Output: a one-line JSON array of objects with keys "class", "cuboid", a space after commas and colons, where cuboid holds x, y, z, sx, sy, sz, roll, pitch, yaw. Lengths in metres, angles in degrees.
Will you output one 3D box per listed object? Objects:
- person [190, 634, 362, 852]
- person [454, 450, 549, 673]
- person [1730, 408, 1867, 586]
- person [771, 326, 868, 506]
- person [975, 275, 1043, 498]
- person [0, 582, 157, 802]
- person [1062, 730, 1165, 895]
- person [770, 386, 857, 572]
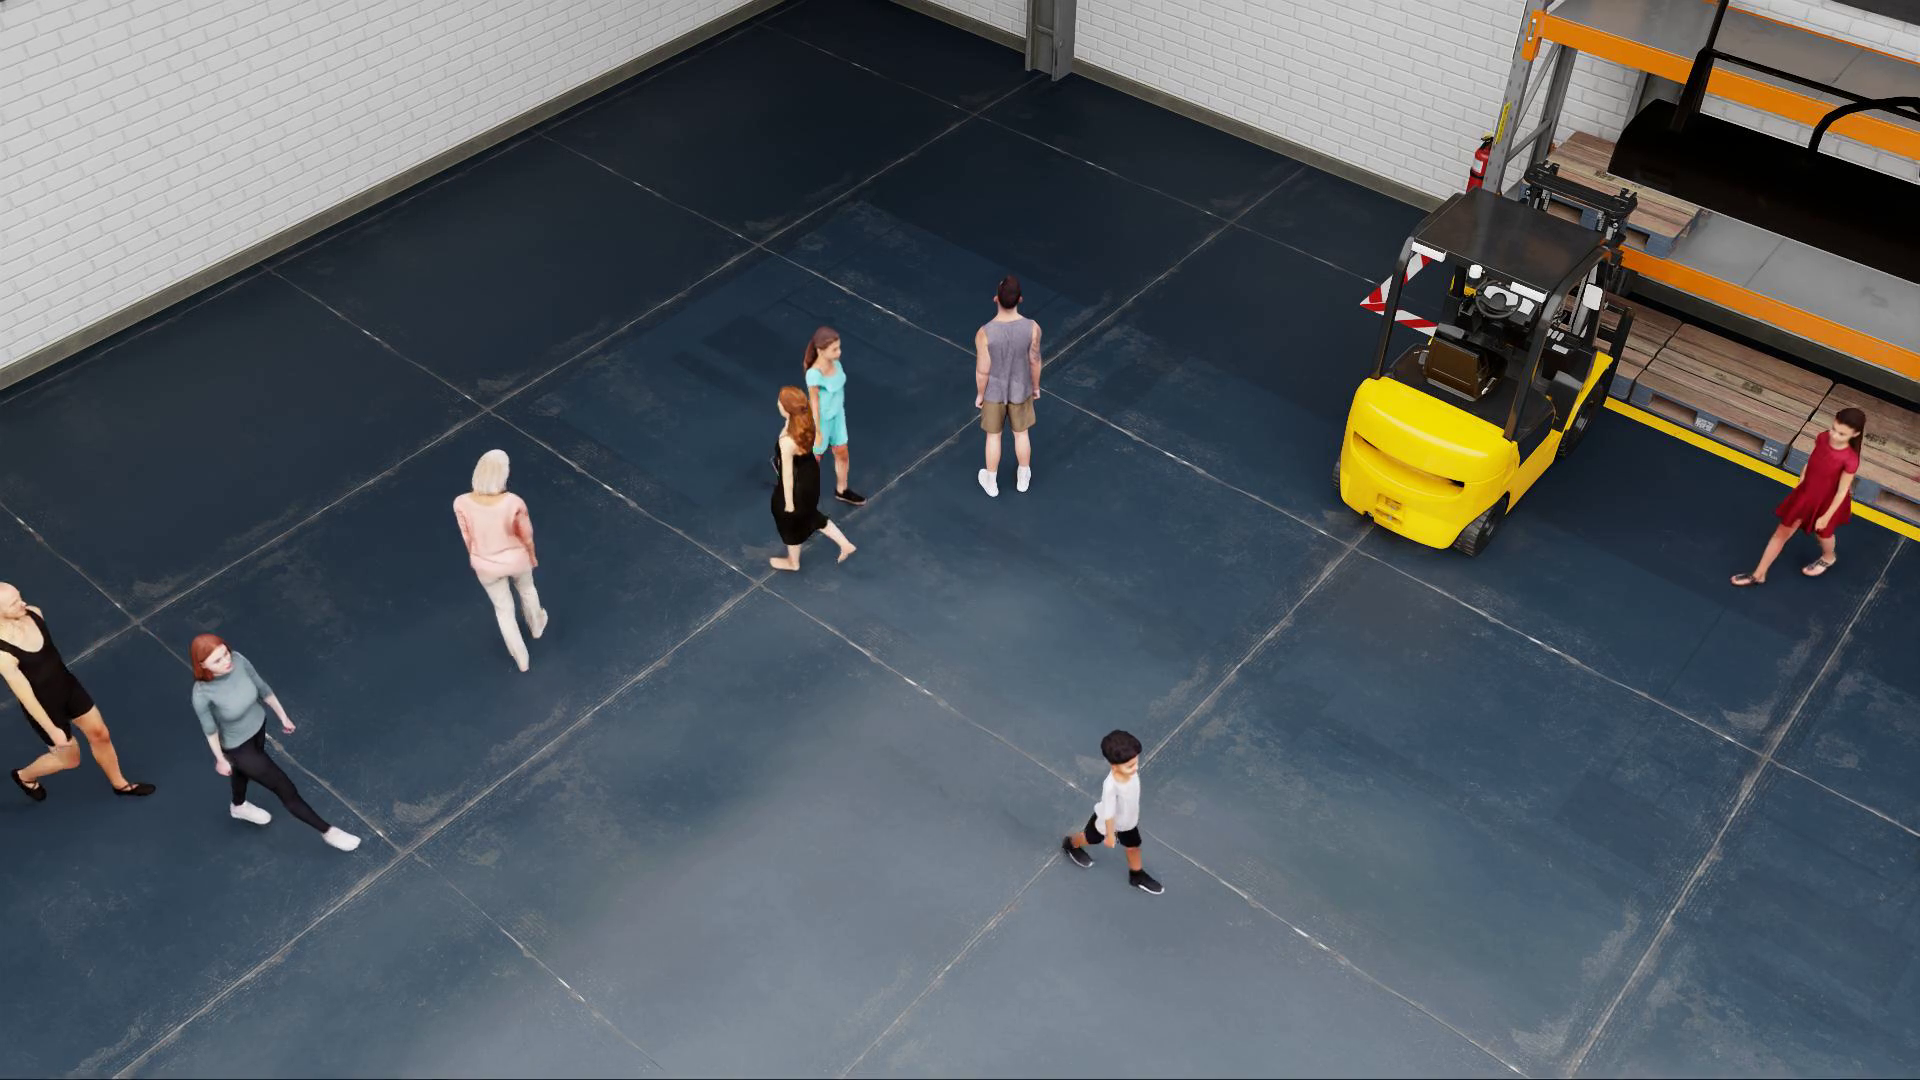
[{"class": "person", "cuboid": [-4.150, 1.141, 9.558, 1.214, 1.688, 0.895, 13, 45, 13]}, {"class": "person", "cuboid": [-2.922, 0.117, 10.629, 0.811, 1.692, 0.893, -20, 47, -20]}, {"class": "person", "cuboid": [5.847, -0.294, 11.192, 0.918, 1.511, 1.034, -15, 46, -15]}, {"class": "person", "cuboid": [-1.027, -0.879, 11.784, 1.012, 1.541, 0.675, 19, 47, 19]}, {"class": "person", "cuboid": [0.334, -1.077, 11.760, 0.720, 1.846, 0.770, -8, 44, -8]}, {"class": "person", "cuboid": [-5.374, 0.944, 9.685, 1.107, 1.797, 0.994, 1, 44, 1]}, {"class": "person", "cuboid": [0.835, 1.519, 9.485, 0.903, 1.240, 0.560, 25, 49, 24]}, {"class": "person", "cuboid": [-1.006, -0.368, 11.199, 0.924, 1.608, 0.738, 14, 45, 14]}]
